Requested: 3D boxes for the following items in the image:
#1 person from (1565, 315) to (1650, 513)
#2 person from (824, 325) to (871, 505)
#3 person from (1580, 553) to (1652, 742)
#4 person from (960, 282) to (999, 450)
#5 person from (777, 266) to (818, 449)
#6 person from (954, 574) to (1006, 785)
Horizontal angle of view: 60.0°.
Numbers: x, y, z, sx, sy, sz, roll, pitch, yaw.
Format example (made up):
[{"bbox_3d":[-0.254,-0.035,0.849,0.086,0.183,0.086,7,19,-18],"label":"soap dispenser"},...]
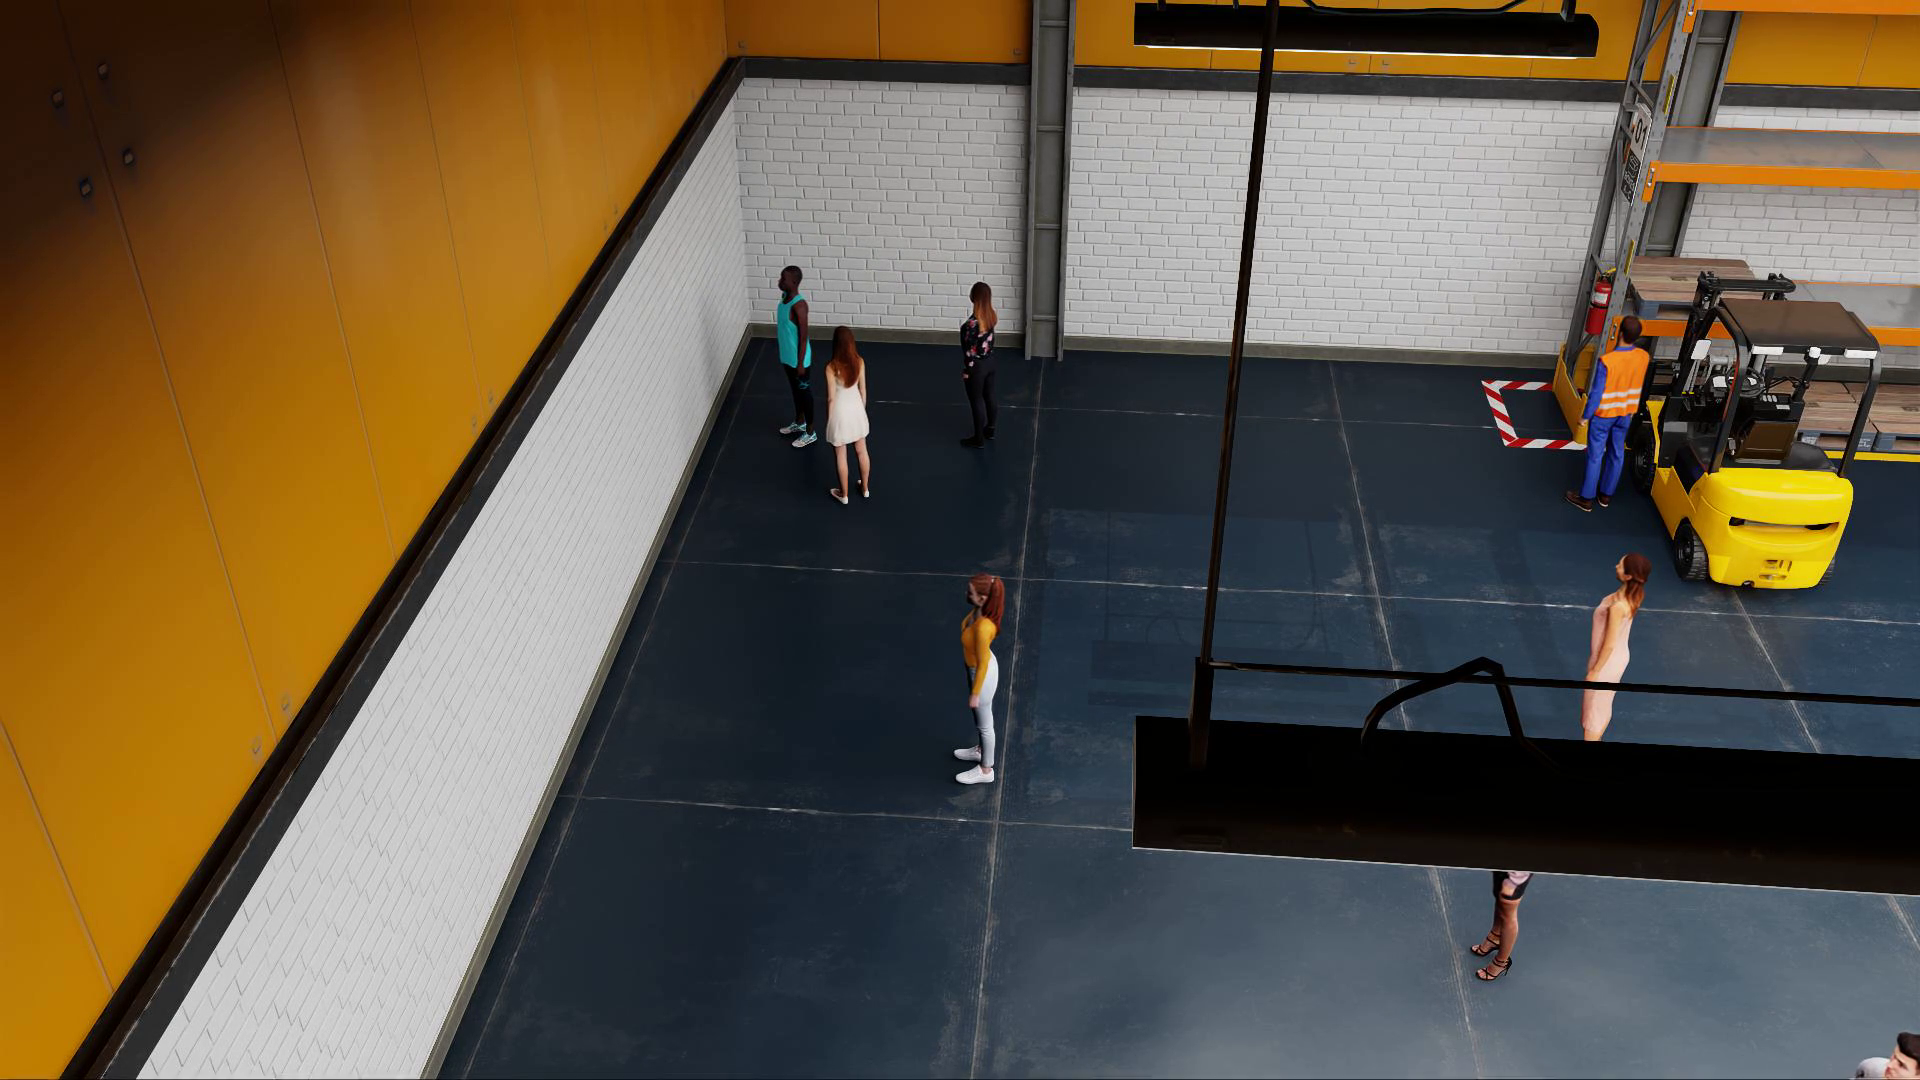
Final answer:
[{"bbox_3d":[5.737,-1.117,14.668,0.683,1.863,0.827,-10,35,-14],"label":"person"},{"bbox_3d":[-1.011,-1.121,14.813,0.616,1.711,0.706,-17,37,-24],"label":"person"},{"bbox_3d":[4.567,0.863,11.718,0.674,1.832,0.666,22,40,30],"label":"person"},{"bbox_3d":[0.195,-1.653,15.638,0.662,1.682,0.650,21,39,29],"label":"person"},{"bbox_3d":[-1.532,-1.745,15.660,0.679,1.811,0.676,-15,36,-21],"label":"person"},{"bbox_3d":[0.150,0.954,11.655,0.586,1.751,0.594,0,34,-1],"label":"person"}]
